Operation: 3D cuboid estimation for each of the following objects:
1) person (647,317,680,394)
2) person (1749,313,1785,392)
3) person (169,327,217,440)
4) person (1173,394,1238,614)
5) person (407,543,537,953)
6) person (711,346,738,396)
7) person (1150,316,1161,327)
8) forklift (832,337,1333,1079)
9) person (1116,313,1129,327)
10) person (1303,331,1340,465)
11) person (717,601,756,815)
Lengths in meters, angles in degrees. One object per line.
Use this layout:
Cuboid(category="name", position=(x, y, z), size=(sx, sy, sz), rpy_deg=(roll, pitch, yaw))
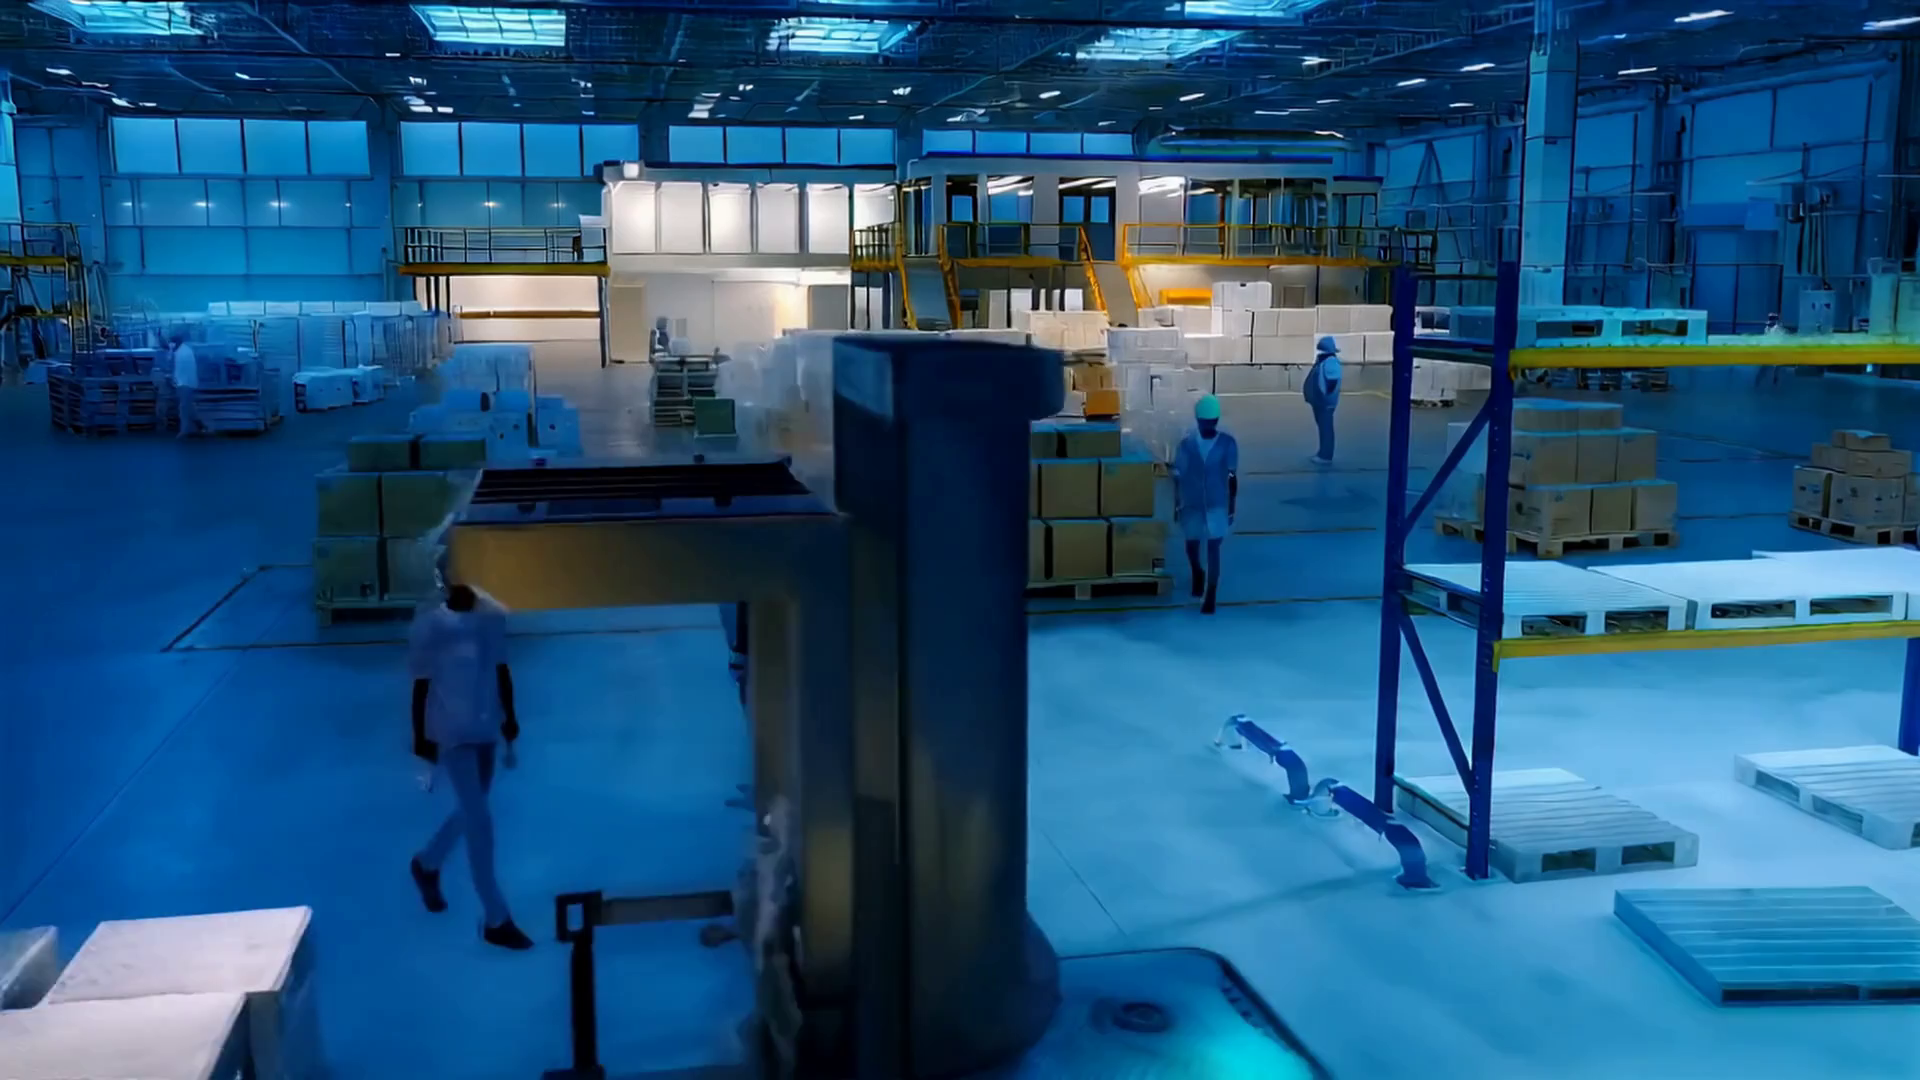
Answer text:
Cuboid(category="person", position=(-6.996, -4.311, 39.092), size=(0.993, 1.823, 0.602), rpy_deg=(3, 10, 20))
Cuboid(category="person", position=(19.421, -4.483, 39.940), size=(0.966, 1.900, 0.606), rpy_deg=(-6, 11, -34))
Cuboid(category="person", position=(-13.394, -2.710, 28.918), size=(0.765, 1.968, 0.615), rpy_deg=(-2, 9, -9))
Cuboid(category="person", position=(2.169, -0.342, 14.644), size=(0.557, 1.914, 0.670), rpy_deg=(2, 10, 15))
Cuboid(category="person", position=(-2.245, 0.874, 7.472), size=(0.875, 1.844, 0.524), rpy_deg=(6, 11, 34))
Cuboid(category="person", position=(-3.816, -2.297, 27.149), size=(0.447, 1.719, 0.499), rpy_deg=(2, 10, 12))
Cuboid(category="person", position=(4.240, -3.880, 36.130), size=(0.545, 1.942, 0.351), rpy_deg=(6, 11, 32))
Cuboid(category="forklift", position=(-0.064, 0.918, 4.027), size=(1.873, 2.768, 1.129), rpy_deg=(-2, 10, -12))
Cuboid(category="person", position=(4.197, -4.899, 42.631), size=(0.345, 1.846, 0.507), rpy_deg=(-9, 13, -44))
Cuboid(category="person", position=(5.492, -2.156, 25.318), size=(0.535, 2.000, 0.685), rpy_deg=(1, 9, 5))
Cuboid(category="person", position=(-1.152, 0.535, 9.191), size=(0.383, 1.958, 0.598), rpy_deg=(0, 9, 0))
